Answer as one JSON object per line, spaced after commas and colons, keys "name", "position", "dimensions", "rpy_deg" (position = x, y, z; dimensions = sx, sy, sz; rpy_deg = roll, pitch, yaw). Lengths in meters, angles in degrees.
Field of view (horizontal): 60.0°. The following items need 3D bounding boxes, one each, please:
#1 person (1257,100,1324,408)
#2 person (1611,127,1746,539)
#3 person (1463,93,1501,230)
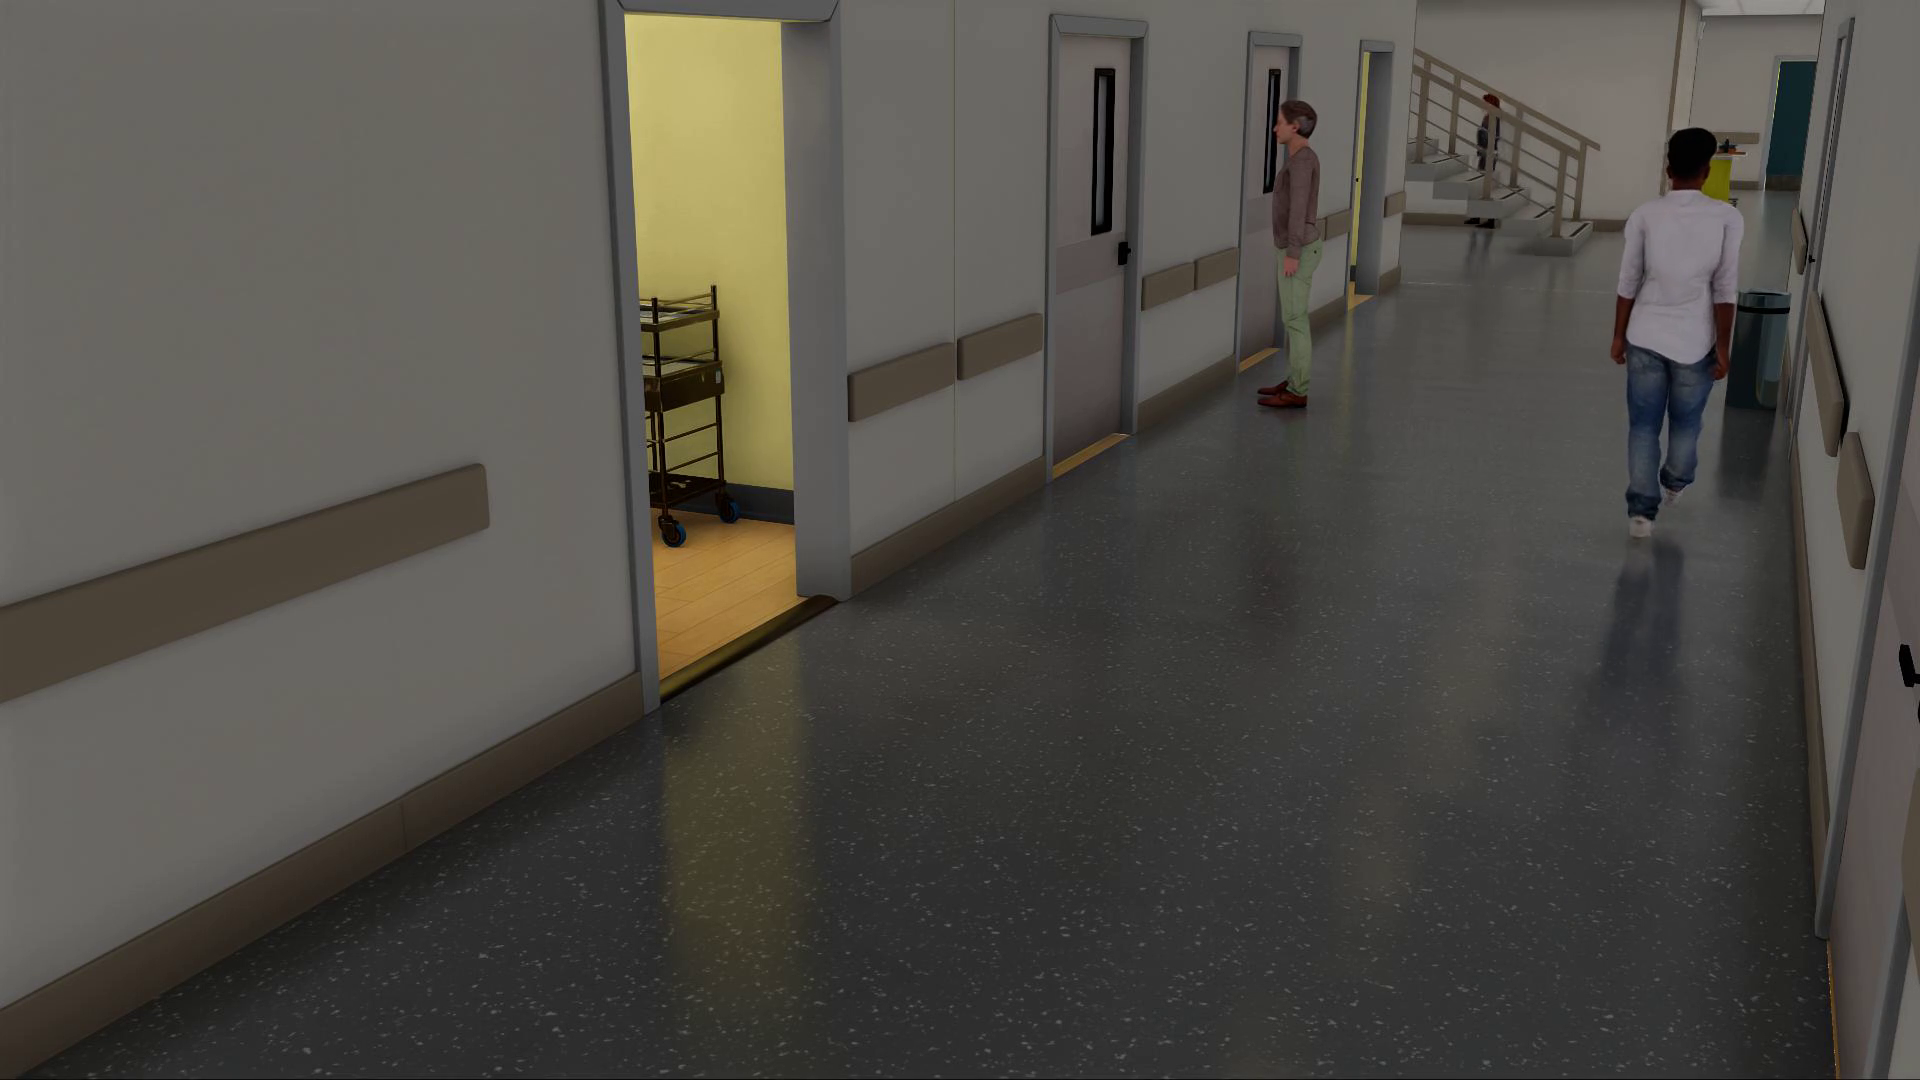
{"name": "person", "position": [2.108, -1.786, 10.414], "dimensions": [0.698, 1.870, 0.742], "rpy_deg": [2, 16, 8]}
{"name": "person", "position": [3.136, -0.876, 7.360], "dimensions": [1.052, 1.775, 0.708], "rpy_deg": [7, 17, 24]}
{"name": "person", "position": [7.070, -5.014, 22.057], "dimensions": [0.644, 1.766, 0.612], "rpy_deg": [7, 17, 24]}
